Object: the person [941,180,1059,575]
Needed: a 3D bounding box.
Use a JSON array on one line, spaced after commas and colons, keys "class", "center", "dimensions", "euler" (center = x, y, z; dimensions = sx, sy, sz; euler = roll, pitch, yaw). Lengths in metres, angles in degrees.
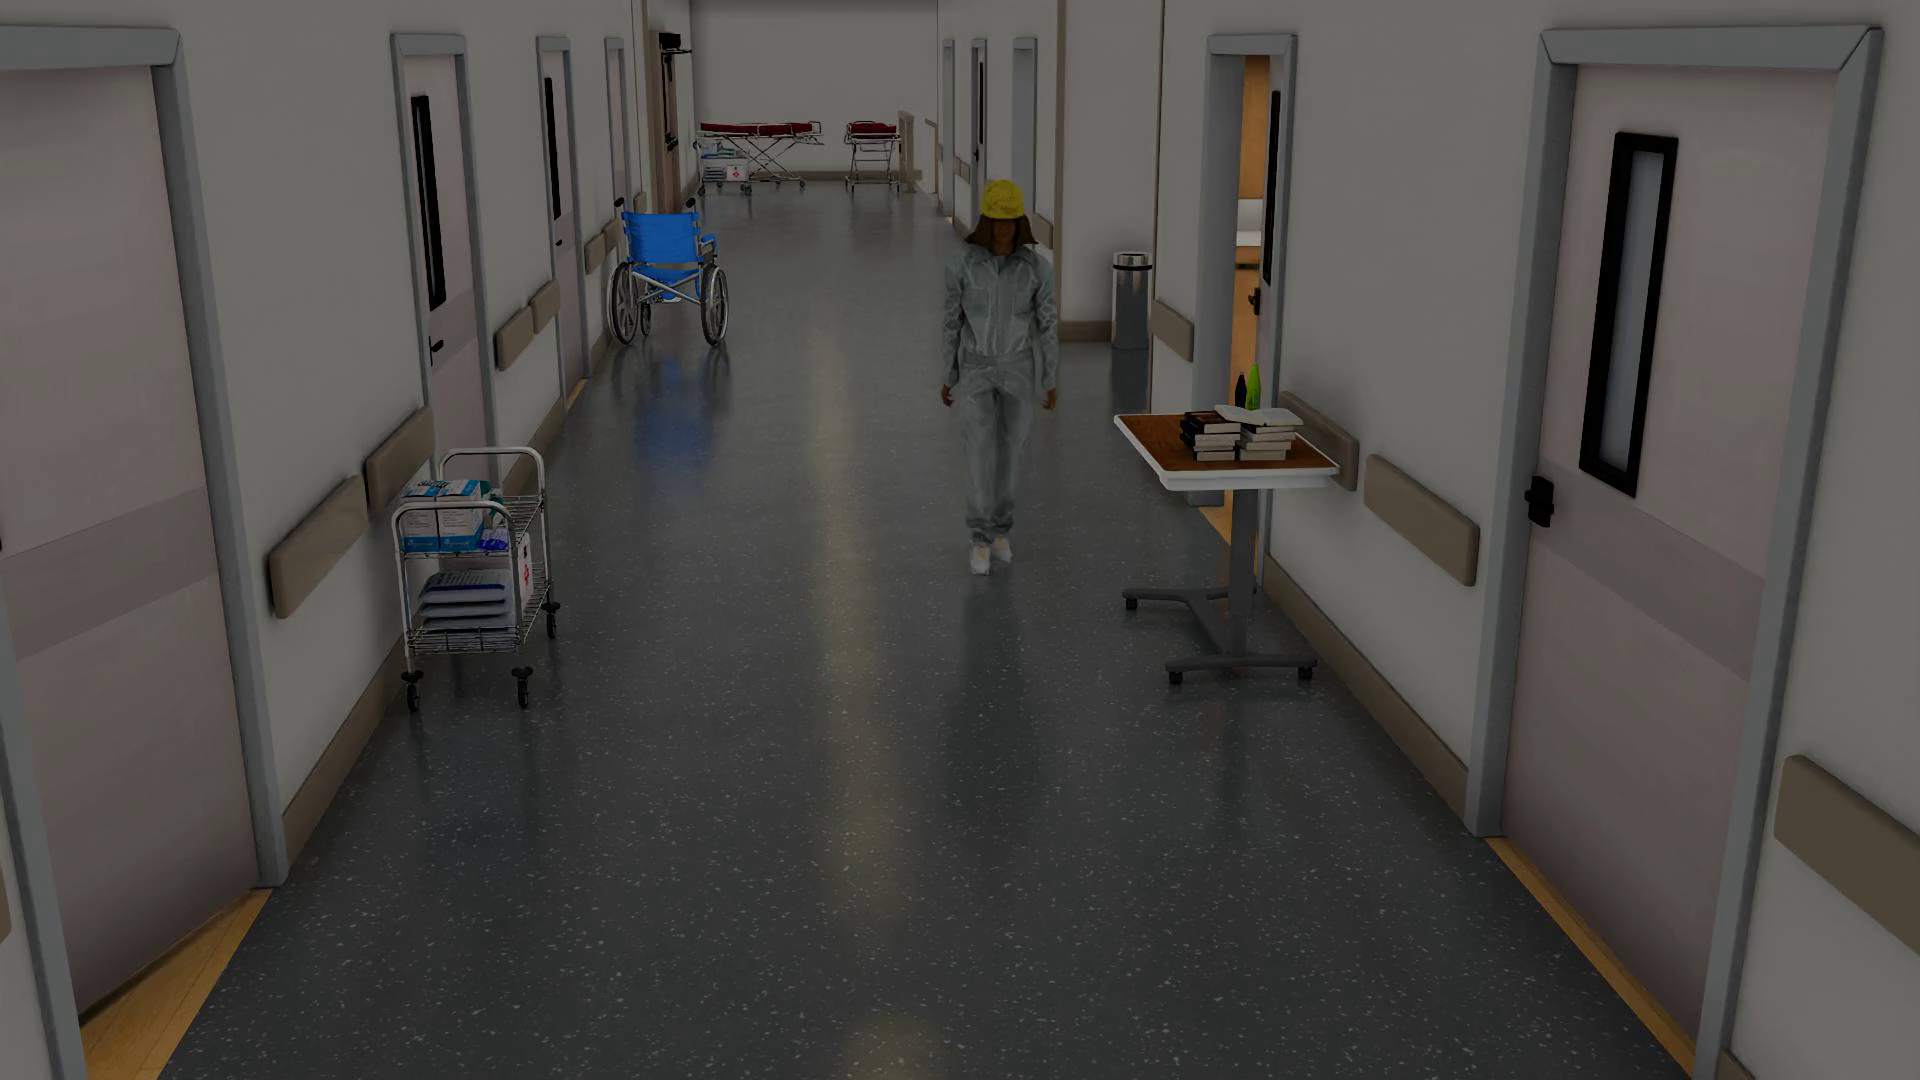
[{"class": "person", "center": [0.186, -0.702, 7.319], "dimensions": [0.513, 1.719, 0.621], "euler": [-2, 17, -7]}]
